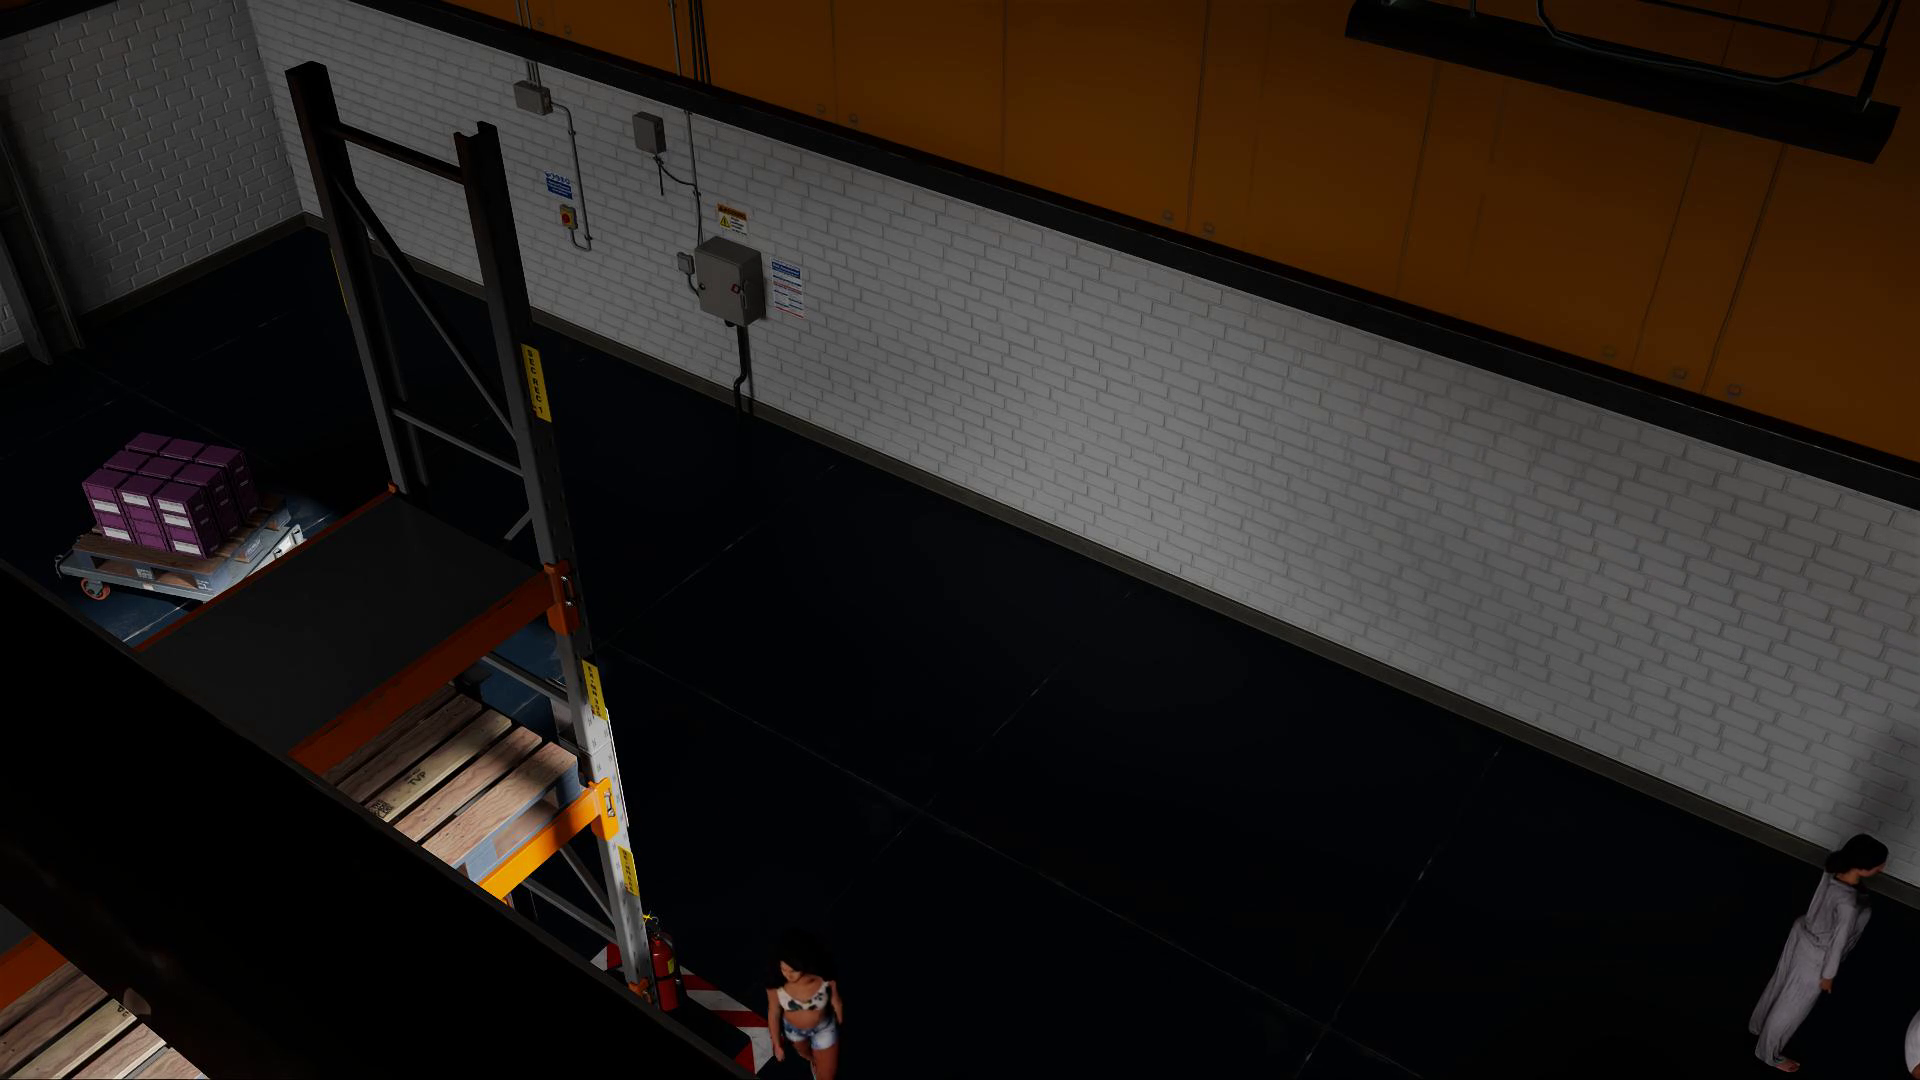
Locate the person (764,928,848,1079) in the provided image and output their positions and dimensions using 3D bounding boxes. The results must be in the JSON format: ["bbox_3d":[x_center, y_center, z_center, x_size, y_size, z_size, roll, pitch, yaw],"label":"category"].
[{"bbox_3d":[-0.828,2.599,9.037,0.981,1.575,1.086,-4,39,-5],"label":"person"}]

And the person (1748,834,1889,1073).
[{"bbox_3d":[4.768,2.277,9.278,0.723,1.776,0.599,9,39,11],"label":"person"}]
